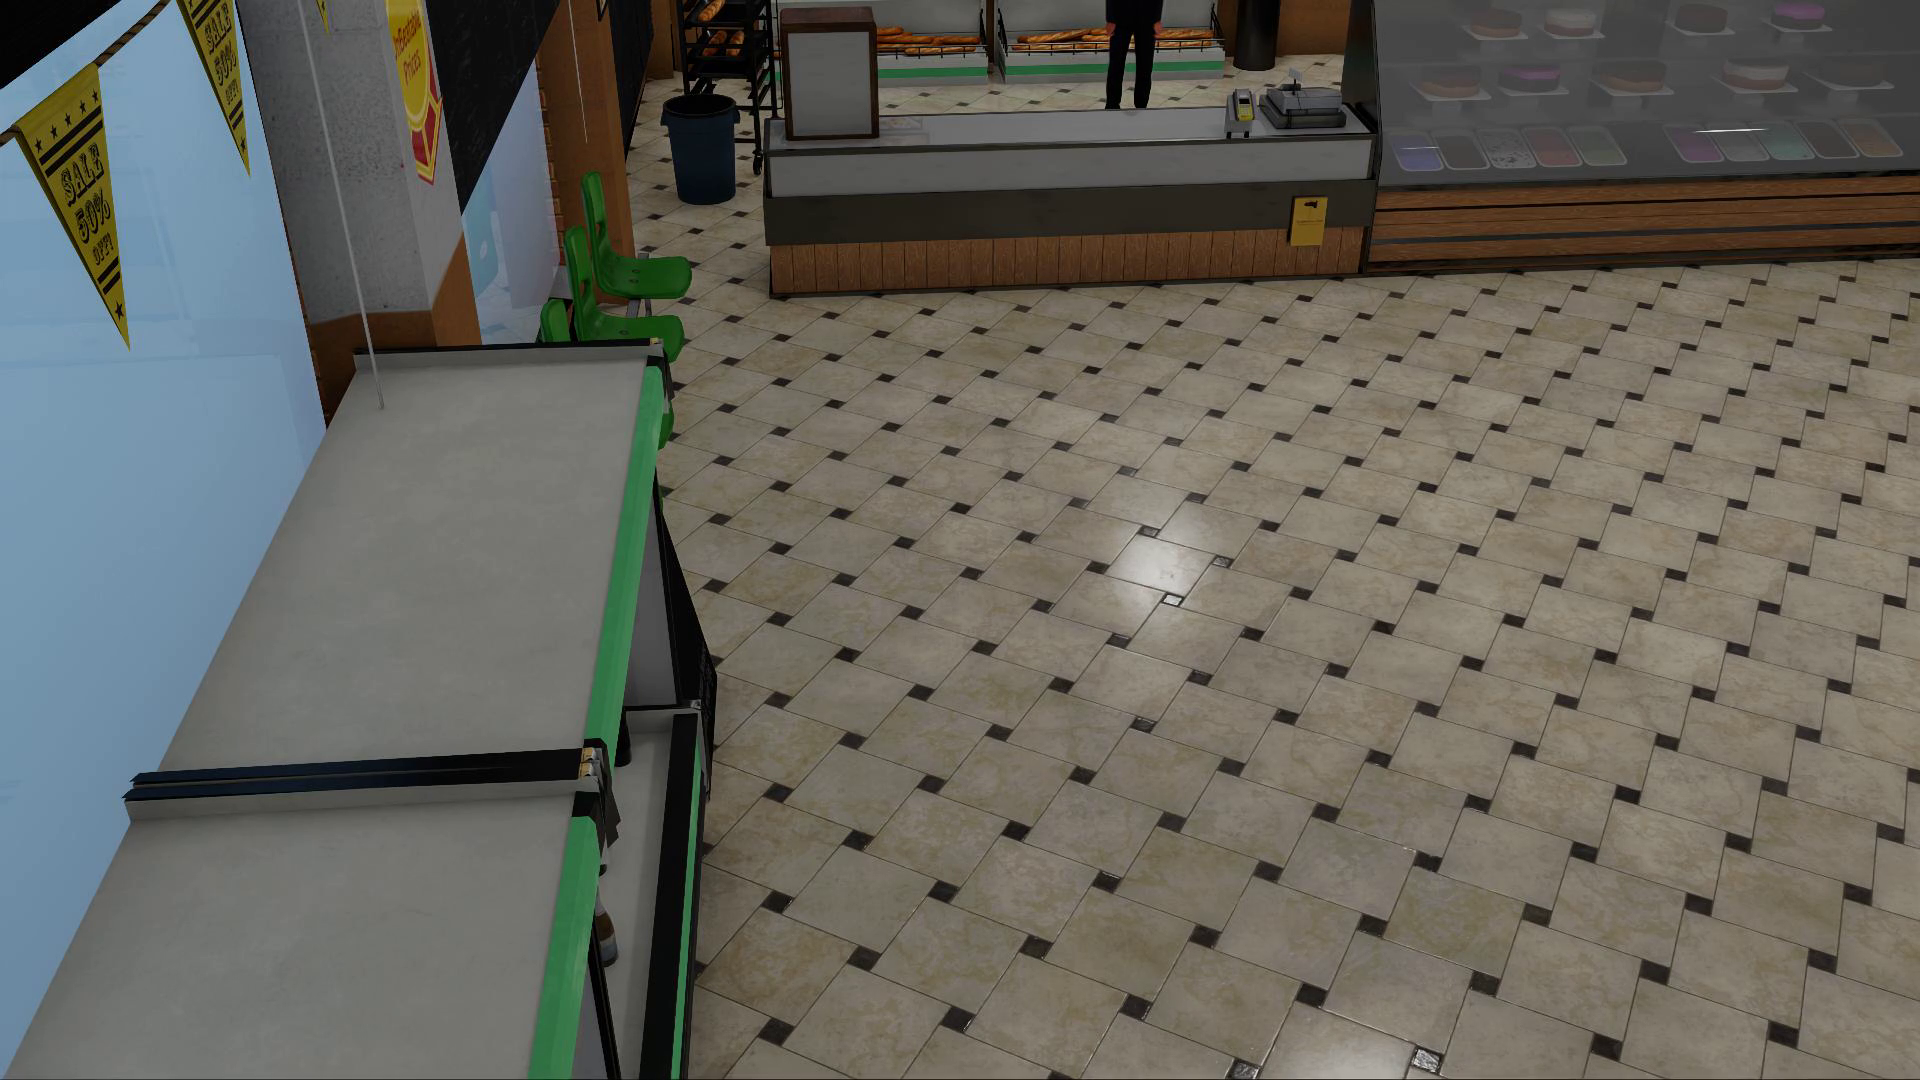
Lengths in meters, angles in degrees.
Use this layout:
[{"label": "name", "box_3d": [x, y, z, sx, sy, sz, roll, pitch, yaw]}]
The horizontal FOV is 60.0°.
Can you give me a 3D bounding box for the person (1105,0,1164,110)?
[{"label": "person", "box_3d": [1.415, -4.247, 13.479, 0.614, 1.868, 0.570, -3, 32, -5]}]
